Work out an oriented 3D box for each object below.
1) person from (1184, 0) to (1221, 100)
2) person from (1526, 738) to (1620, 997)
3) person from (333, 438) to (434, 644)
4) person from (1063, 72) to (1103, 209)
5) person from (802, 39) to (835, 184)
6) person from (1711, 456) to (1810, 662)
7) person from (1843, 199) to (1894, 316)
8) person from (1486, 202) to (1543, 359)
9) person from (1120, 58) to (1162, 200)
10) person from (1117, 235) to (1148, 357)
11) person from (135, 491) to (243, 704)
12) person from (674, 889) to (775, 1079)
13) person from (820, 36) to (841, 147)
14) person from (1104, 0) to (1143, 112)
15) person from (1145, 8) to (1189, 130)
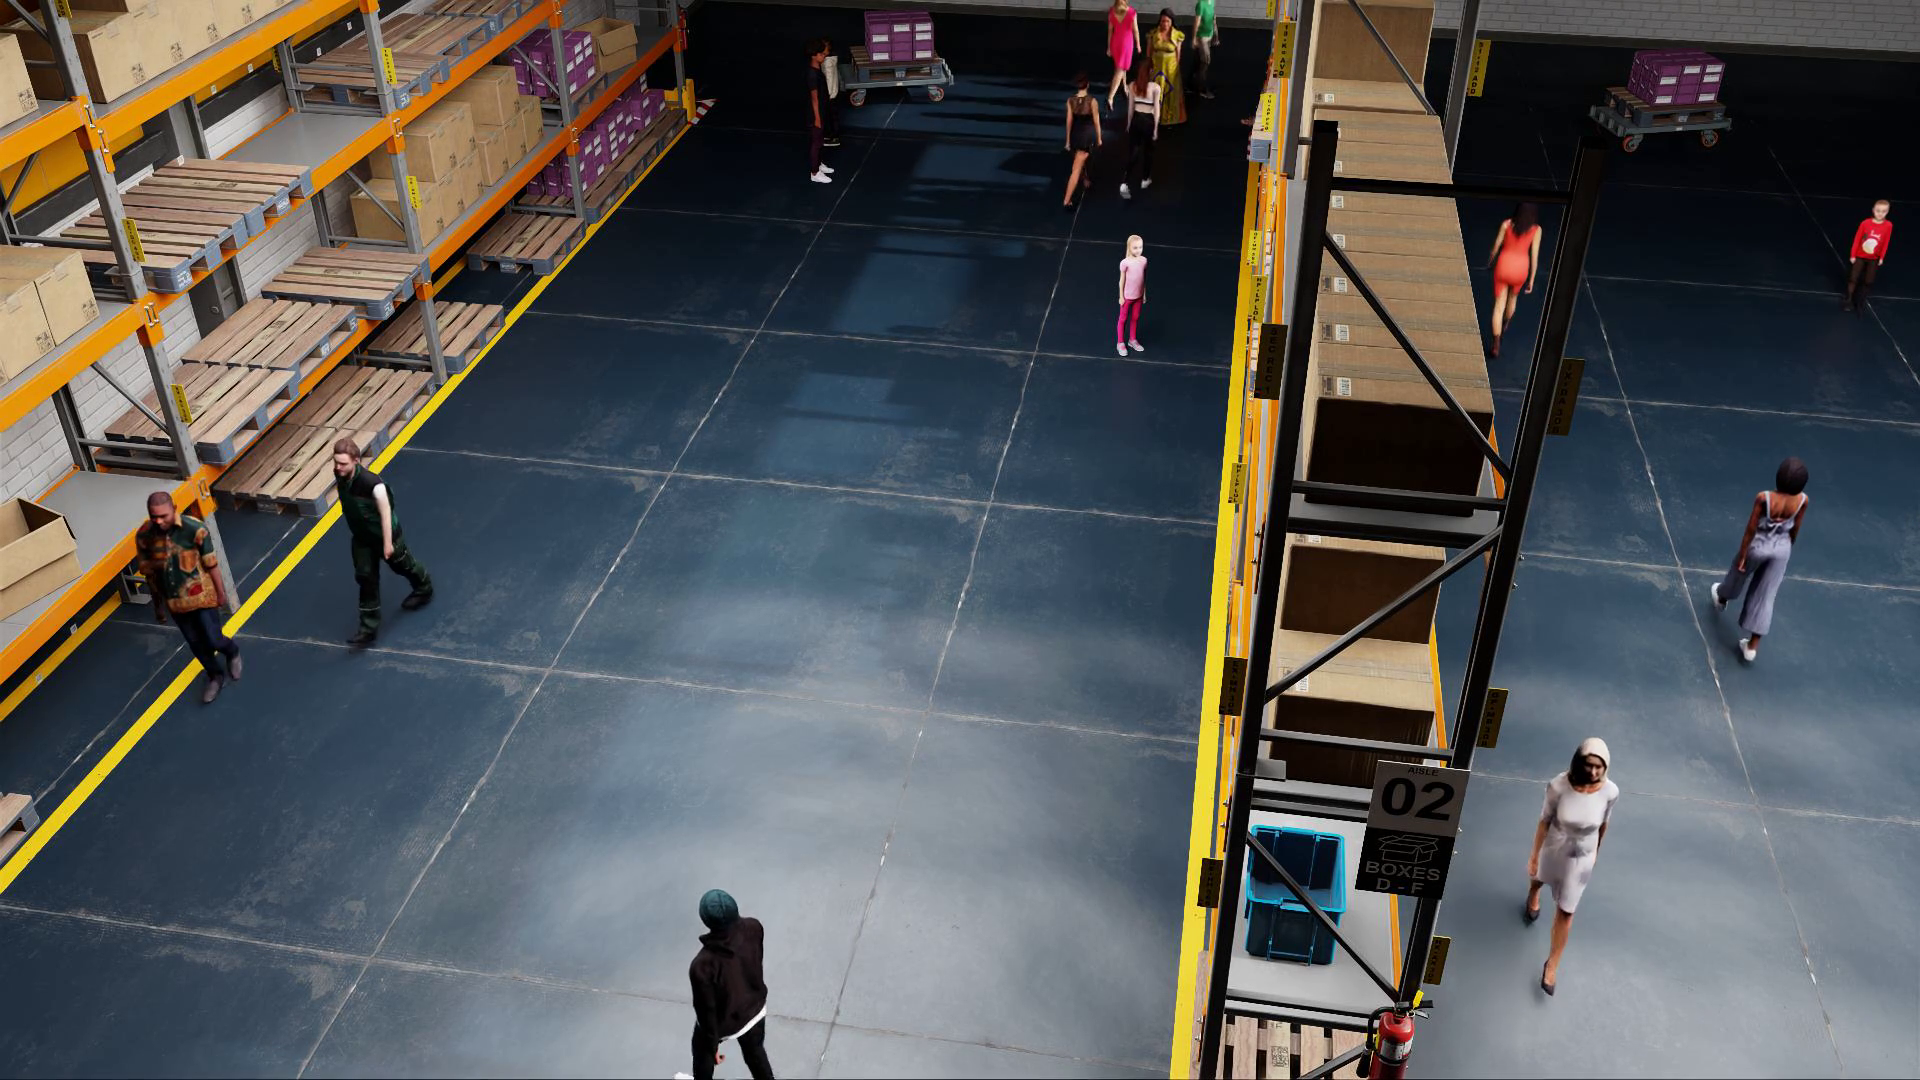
[{"bbox_3d":[3.406,-7.206,23.866,0.851,1.642,0.855,22,40,30],"label":"person"},{"bbox_3d":[3.685,1.849,10.185,0.602,1.705,1.092,7,34,10],"label":"person"},{"bbox_3d":[-4.520,-0.091,13.048,0.874,1.767,1.244,18,38,25],"label":"person"},{"bbox_3d":[1.452,-4.842,20.332,0.889,1.617,1.221,20,38,27],"label":"person"},{"bbox_3d":[-1.813,-5.475,21.135,0.715,1.782,0.527,1,34,2],"label":"person"},{"bbox_3d":[6.197,0.175,12.760,0.598,1.644,1.111,5,34,7],"label":"person"},{"bbox_3d":[9.817,-3.096,18.015,0.531,1.274,0.549,10,35,15],"label":"person"},{"bbox_3d":[5.633,-2.669,17.004,0.594,1.682,1.005,5,34,7],"label":"person"},{"bbox_3d":[2.217,-5.053,20.565,0.820,1.711,1.216,15,36,21],"label":"person"},{"bbox_3d":[1.774,-2.552,17.199,0.585,1.271,0.640,-16,37,-23],"label":"person"},{"bbox_3d":[-5.692,0.350,12.360,0.741,1.794,0.779,-1,34,-2],"label":"person"},{"bbox_3d":[-1.160,2.605,8.970,1.041,1.792,1.046,-28,43,-35],"label":"person"},{"bbox_3d":[-1.744,-6.016,22.245,0.700,1.453,0.540,-5,34,-7],"label":"person"},{"bbox_3d":[2.224,-6.851,23.297,0.882,1.680,1.140,21,39,28],"label":"person"},{"bbox_3d":[2.783,-6.442,22.707,0.865,1.652,0.751,3,34,4],"label":"person"}]
